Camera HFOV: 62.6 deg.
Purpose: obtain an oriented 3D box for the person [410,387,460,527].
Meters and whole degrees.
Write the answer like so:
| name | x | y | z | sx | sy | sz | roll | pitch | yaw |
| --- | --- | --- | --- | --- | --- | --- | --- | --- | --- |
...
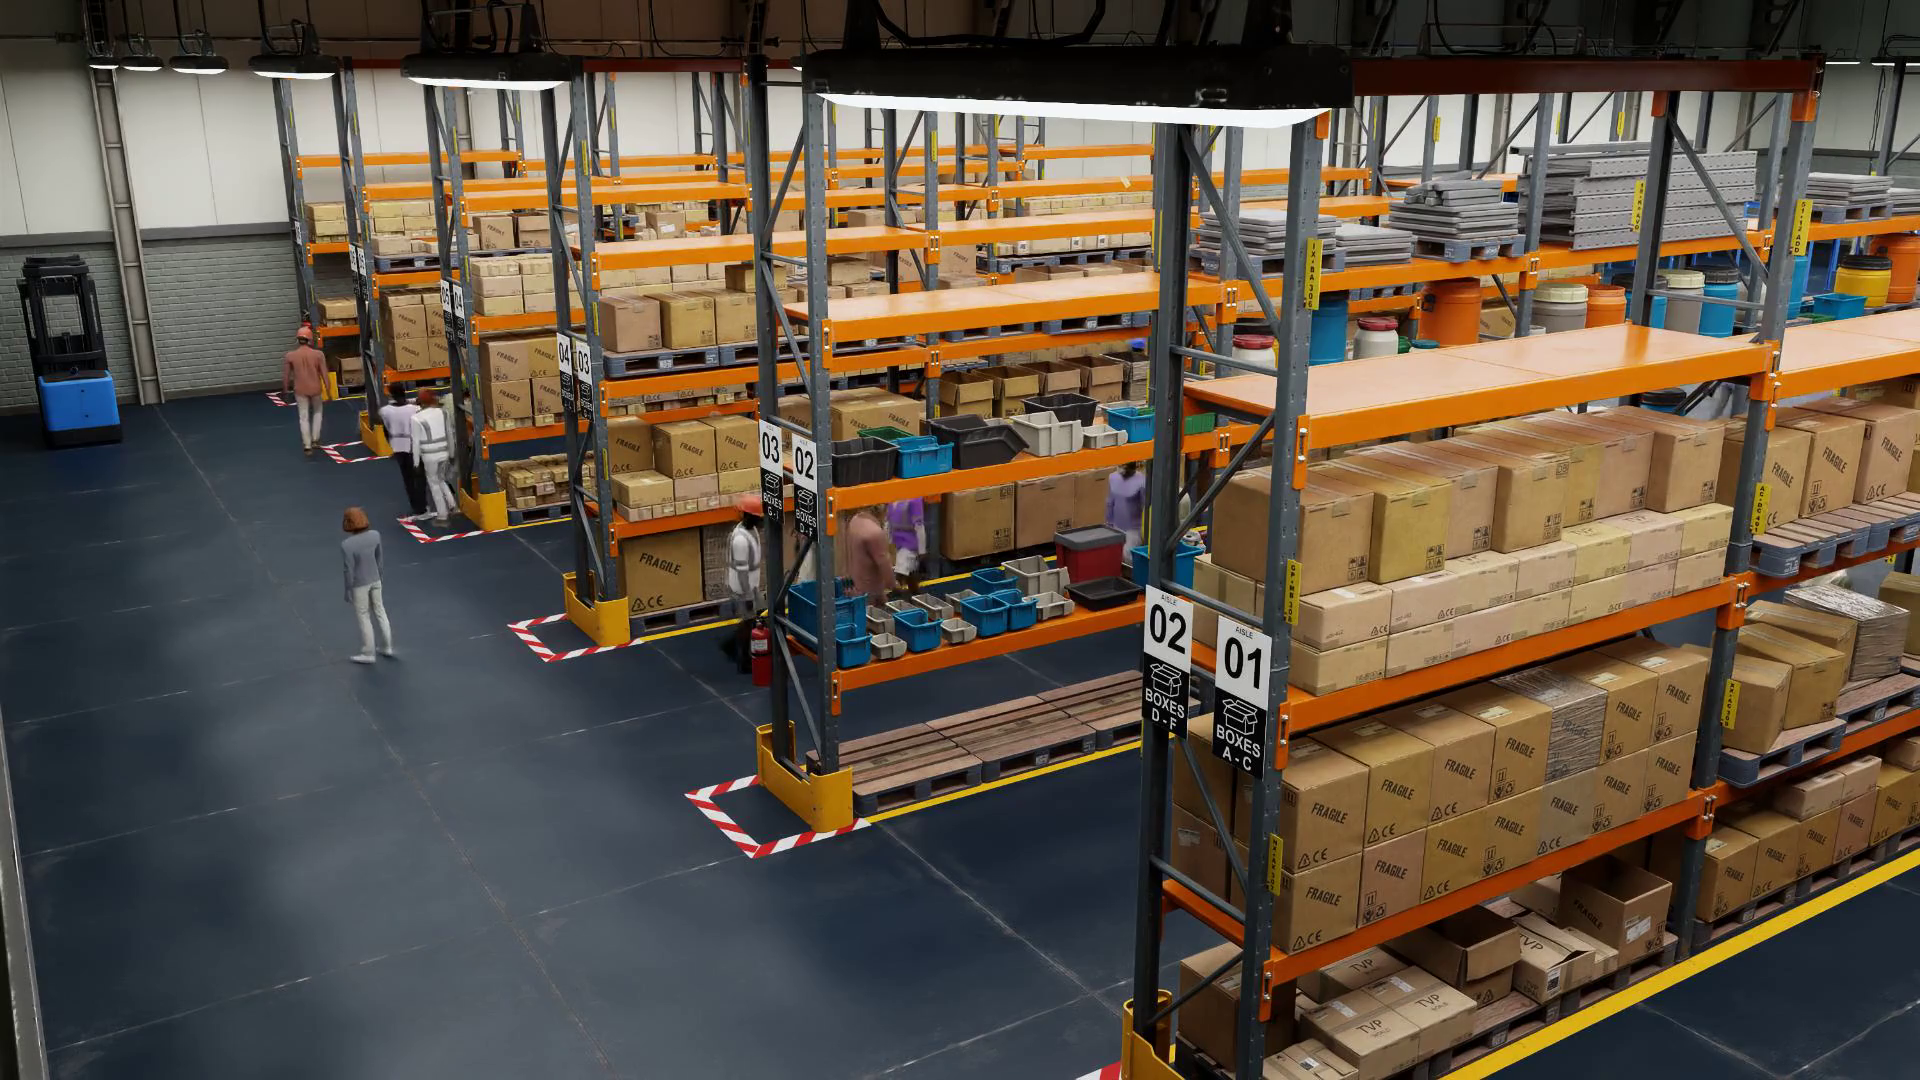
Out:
| name | x | y | z | sx | sy | sz | roll | pitch | yaw |
| --- | --- | --- | --- | --- | --- | --- | --- | --- | --- |
| person | -6.953 | -1.088 | 20.819 | 0.414 | 1.858 | 0.610 | 10 | 20 | 29 |

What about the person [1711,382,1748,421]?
| name | x | y | z | sx | sy | sz | roll | pitch | yaw |
| --- | --- | --- | --- | --- | --- | --- | --- | --- | --- |
| person | 12.622 | -2.545 | 25.597 | 1.006 | 1.854 | 0.617 | -6 | 18 | -18 |

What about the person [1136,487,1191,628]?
| name | x | y | z | sx | sy | sz | roll | pitch | yaw |
| --- | --- | --- | --- | --- | --- | --- | --- | --- | --- |
| person | 2.170 | 0.045 | 16.892 | 0.400 | 1.989 | 0.623 | -14 | 22 | -39 |

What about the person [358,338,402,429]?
| name | x | y | z | sx | sy | sz | roll | pitch | yaw |
| --- | --- | --- | --- | --- | --- | --- | --- | --- | --- |
| person | -9.643 | -2.700 | 26.235 | 0.983 | 1.802 | 0.612 | -13 | 21 | -36 |

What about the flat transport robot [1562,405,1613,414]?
| name | x | y | z | sx | sy | sz | roll | pitch | yaw |
| --- | --- | --- | --- | --- | --- | --- | --- | --- | --- |
| flat transport robot | 10.679 | -2.101 | 26.904 | 1.431 | 0.197 | 0.652 | -6 | 18 | -19 |

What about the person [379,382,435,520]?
| name | x | y | z | sx | sy | sz | roll | pitch | yaw |
| --- | --- | --- | --- | --- | --- | --- | --- | --- | --- |
| person | -7.377 | -1.203 | 21.157 | 0.643 | 1.887 | 0.541 | 1 | 17 | 3 |

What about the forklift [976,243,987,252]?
| name | x | y | z | sx | sy | sz | roll | pitch | yaw |
| --- | --- | --- | --- | --- | --- | --- | --- | --- | --- |
| forklift | 0.988 | -5.474 | 34.718 | 1.214 | 2.155 | 2.313 | -10 | 20 | -31 |

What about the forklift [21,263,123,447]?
| name | x | y | z | sx | sy | sz | roll | pitch | yaw |
| --- | --- | --- | --- | --- | --- | --- | --- | --- | --- |
| forklift | -14.518 | -3.079 | 25.708 | 1.129 | 2.768 | 1.873 | -10 | 20 | -31 |

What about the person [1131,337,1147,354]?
| name | x | y | z | sx | sy | sz | roll | pitch | yaw |
| --- | --- | --- | --- | --- | --- | --- | --- | --- | --- |
| person | 2.669 | -2.164 | 24.241 | 0.634 | 1.927 | 0.621 | -14 | 22 | -39 |

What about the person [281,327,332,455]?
| name | x | y | z | sx | sy | sz | roll | pitch | yaw |
| --- | --- | --- | --- | --- | --- | --- | --- | --- | --- |
| person | -10.271 | -2.347 | 24.775 | 0.757 | 1.955 | 0.692 | -6 | 18 | -20 |

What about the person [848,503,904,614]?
| name | x | y | z | sx | sy | sz | roll | pitch | yaw |
| --- | --- | --- | --- | --- | --- | --- | --- | --- | --- |
| person | -0.801 | 0.395 | 15.971 | 0.991 | 1.858 | 0.656 | -5 | 18 | -15 |

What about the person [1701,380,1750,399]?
| name | x | y | z | sx | sy | sz | roll | pitch | yaw |
| --- | --- | --- | --- | --- | --- | --- | --- | --- | --- |
| person | 14.066 | -3.474 | 28.648 | 0.996 | 1.860 | 0.556 | 9 | 19 | 28 |

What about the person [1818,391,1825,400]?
| name | x | y | z | sx | sy | sz | roll | pitch | yaw |
| --- | --- | --- | --- | --- | --- | --- | --- | --- | --- |
| person | 15.301 | -3.171 | 27.509 | 0.605 | 1.949 | 0.384 | -2 | 17 | -6 |

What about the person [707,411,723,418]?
| name | x | y | z | sx | sy | sz | roll | pitch | yaw |
| --- | --- | --- | --- | --- | --- | --- | --- | --- | --- |
| person | -3.156 | -0.879 | 20.528 | 0.286 | 1.632 | 0.500 | -8 | 19 | -25 |

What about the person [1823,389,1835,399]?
| name | x | y | z | sx | sy | sz | roll | pitch | yaw |
| --- | --- | --- | --- | --- | --- | --- | --- | --- | --- |
| person | 12.446 | -1.535 | 22.198 | 0.571 | 1.913 | 0.780 | -9 | 19 | -27 |

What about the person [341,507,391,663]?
| name | x | y | z | sx | sy | sz | roll | pitch | yaw |
| --- | --- | --- | --- | --- | --- | --- | --- | --- | --- |
| person | -6.099 | 0.451 | 16.166 | 0.267 | 1.631 | 0.507 | 8 | 19 | 25 |

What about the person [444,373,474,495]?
| name | x | y | z | sx | sy | sz | roll | pitch | yaw |
| --- | --- | --- | --- | --- | --- | --- | --- | --- | --- |
| person | -6.969 | -1.434 | 22.045 | 0.477 | 1.812 | 0.606 | -16 | 23 | -42 |

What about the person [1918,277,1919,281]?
| name | x | y | z | sx | sy | sz | roll | pitch | yaw |
| --- | --- | --- | --- | --- | --- | --- | --- | --- | --- |
| person | 19.749 | -4.602 | 32.623 | 0.318 | 1.700 | 0.537 | 1 | 17 | 2 |

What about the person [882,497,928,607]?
| name | x | y | z | sx | sy | sz | roll | pitch | yaw |
| --- | --- | --- | --- | --- | --- | --- | --- | --- | --- |
| person | -0.704 | 0.066 | 16.974 | 0.858 | 1.900 | 0.554 | -11 | 20 | -32 |

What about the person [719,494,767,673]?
| name | x | y | z | sx | sy | sz | roll | pitch | yaw |
| --- | --- | --- | --- | --- | --- | --- | --- | --- | --- |
| person | -2.115 | 0.447 | 15.727 | 0.552 | 1.899 | 0.597 | 2 | 17 | 5 |

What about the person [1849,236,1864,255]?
| name | x | y | z | sx | sy | sz | roll | pitch | yaw |
| --- | --- | --- | --- | --- | --- | --- | --- | --- | --- |
| person | 27.924 | -9.514 | 48.889 | 0.724 | 1.601 | 0.519 | 15 | 23 | 41 |

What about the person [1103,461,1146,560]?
| name | x | y | z | sx | sy | sz | roll | pitch | yaw |
| --- | --- | --- | --- | --- | --- | --- | --- | --- | --- |
| person | 1.842 | -0.090 | 17.457 | 0.434 | 1.920 | 0.658 | -12 | 21 | -35 |

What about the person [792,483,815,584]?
| name | x | y | z | sx | sy | sz | roll | pitch | yaw |
| --- | --- | --- | --- | --- | --- | --- | --- | --- | --- |
| person | -1.655 | 0.110 | 16.919 | 0.396 | 1.847 | 0.549 | -9 | 19 | -28 |

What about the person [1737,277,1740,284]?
| name | x | y | z | sx | sy | sz | roll | pitch | yaw |
| --- | --- | --- | --- | --- | --- | --- | --- | --- | --- |
| person | 16.676 | -5.039 | 34.200 | 0.531 | 1.605 | 0.560 | 8 | 19 | 23 |

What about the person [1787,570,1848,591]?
| name | x | y | z | sx | sy | sz | roll | pitch | yaw |
| --- | --- | --- | --- | --- | --- | --- | --- | --- | --- |
| person | 8.112 | 0.787 | 15.090 | 0.637 | 1.617 | 0.513 | -10 | 20 | -29 |
